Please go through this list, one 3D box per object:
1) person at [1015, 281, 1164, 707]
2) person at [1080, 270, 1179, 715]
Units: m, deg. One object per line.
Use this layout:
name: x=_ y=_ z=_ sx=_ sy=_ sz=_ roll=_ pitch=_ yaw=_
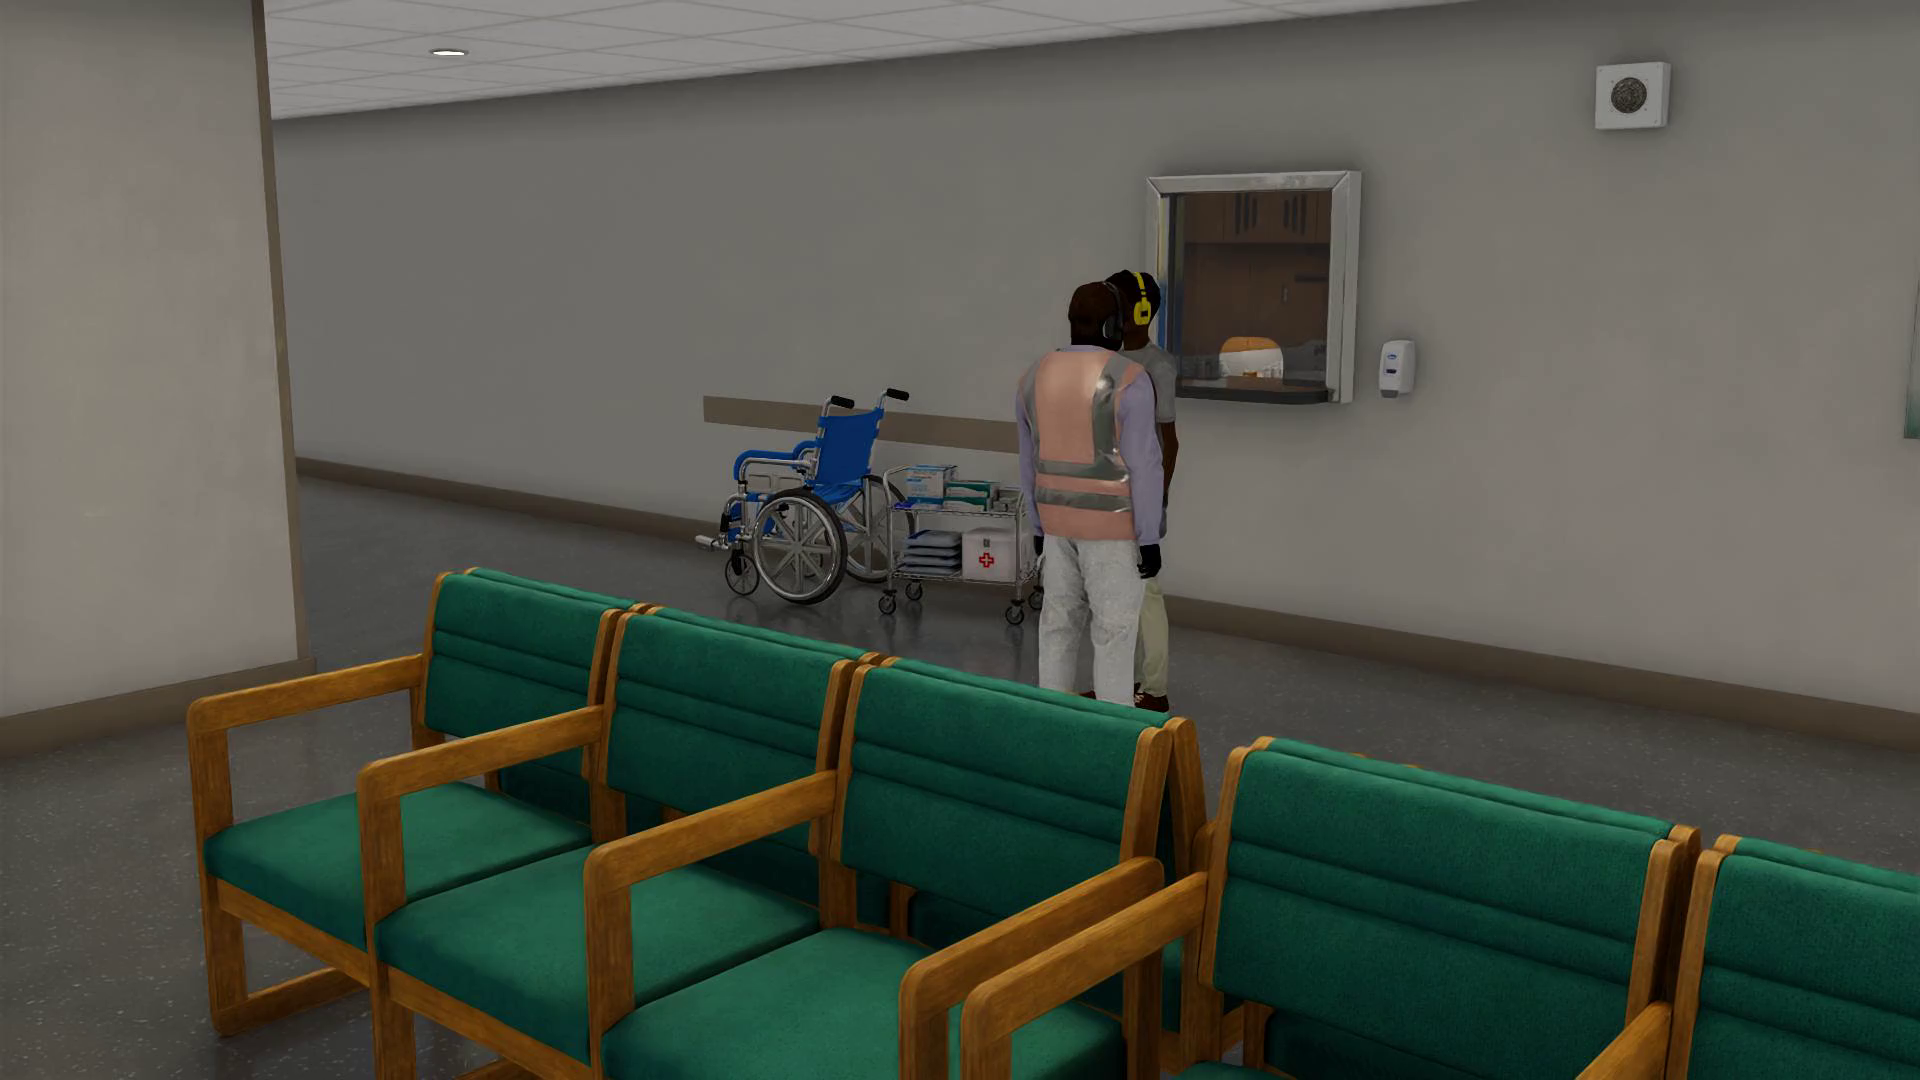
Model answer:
person: x=0.508 y=-0.035 z=6.201 sx=0.621 sy=1.839 sz=0.429 roll=9 pitch=14 yaw=42
person: x=0.707 y=-0.179 z=6.920 sx=0.317 sy=1.870 sz=0.531 roll=-4 pitch=11 yaw=-20
